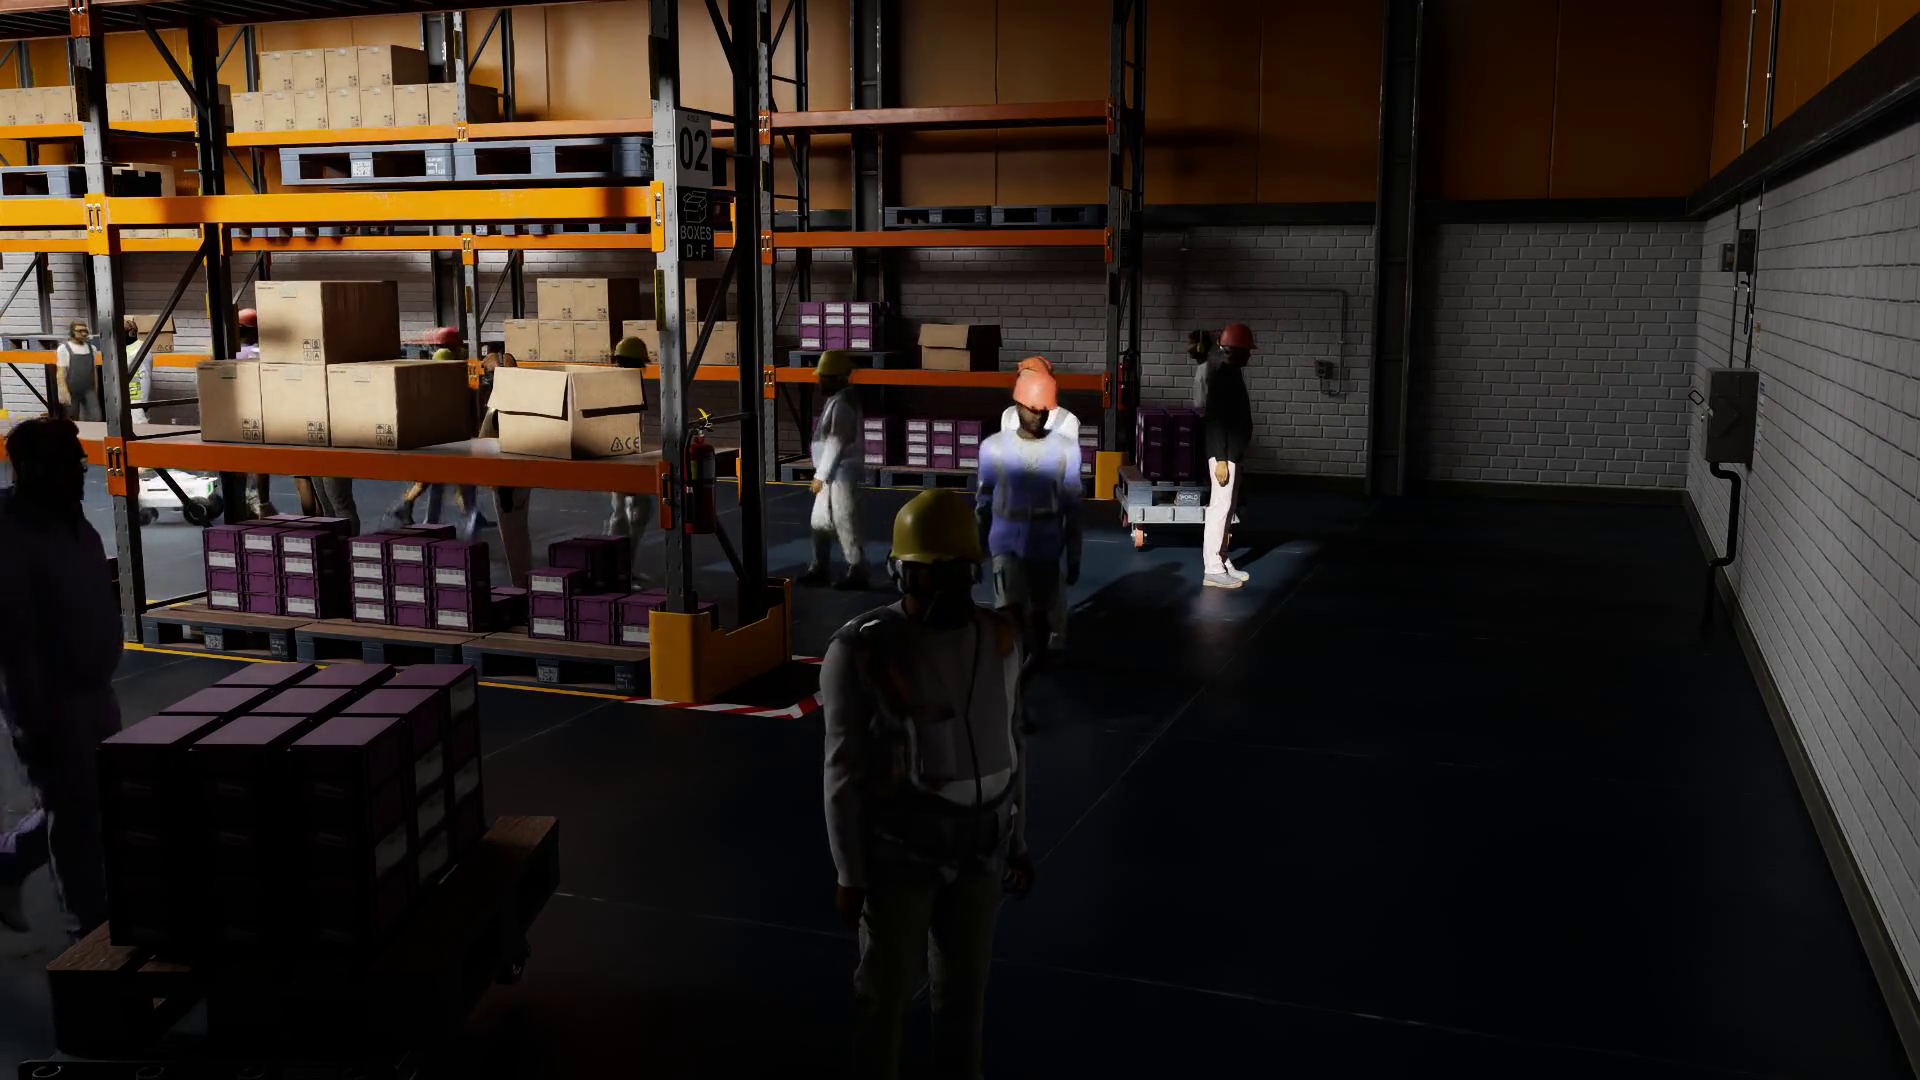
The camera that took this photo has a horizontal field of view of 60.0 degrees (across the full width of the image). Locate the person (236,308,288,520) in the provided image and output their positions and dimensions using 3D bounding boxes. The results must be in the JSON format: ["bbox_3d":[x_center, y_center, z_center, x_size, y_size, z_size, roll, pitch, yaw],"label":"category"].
[{"bbox_3d":[-6.728,-1.179,15.853,0.614,2.040,0.391,3,10,20],"label":"person"}]

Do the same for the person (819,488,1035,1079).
[{"bbox_3d":[-0.060,0.778,4.220,0.588,1.834,0.403,-6,11,-33],"label":"person"}]

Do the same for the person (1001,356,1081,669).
[{"bbox_3d":[0.464,-0.167,10.028,0.580,1.879,0.349,8,12,41],"label":"person"}]

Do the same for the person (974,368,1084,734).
[{"bbox_3d":[0.355,0.018,8.833,0.588,1.897,0.823,0,9,-2],"label":"person"}]

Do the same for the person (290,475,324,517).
[{"bbox_3d":[-5.695,-0.886,14.344,0.356,1.937,0.552,0,9,-1],"label":"person"}]

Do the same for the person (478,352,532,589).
[{"bbox_3d":[-3.144,-0.388,11.562,0.430,1.836,0.618,-2,9,-10],"label":"person"}]

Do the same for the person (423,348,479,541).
[{"bbox_3d":[-4.434,-0.793,14.411,0.552,1.719,0.889,-8,12,-39],"label":"person"}]

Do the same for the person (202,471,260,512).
[{"bbox_3d":[-7.311,-1.127,16.604,0.849,1.700,0.497,6,11,32],"label":"person"}]

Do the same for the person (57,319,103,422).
[{"bbox_3d":[-10.856,-1.820,20.623,0.912,1.801,0.524,7,11,37],"label":"person"}]

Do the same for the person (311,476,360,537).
[{"bbox_3d":[-4.912,-0.666,12.960,0.372,1.940,0.631,-8,12,-42],"label":"person"}]

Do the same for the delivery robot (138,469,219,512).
[{"bbox_3d":[-7.429,-0.469,15.759,0.707,0.478,0.477,-2,9,-12],"label":"delivery robot"}]

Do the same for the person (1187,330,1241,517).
[{"bbox_3d":[2.290,-1.104,16.079,0.962,1.817,0.539,2,9,11],"label":"person"}]

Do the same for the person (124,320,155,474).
[{"bbox_3d":[-9.839,-1.697,19.784,0.625,1.837,0.428,7,11,36],"label":"person"}]

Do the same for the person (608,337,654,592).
[{"bbox_3d":[-2.501,-0.562,12.442,0.584,1.893,0.624,-4,10,-25],"label":"person"}]

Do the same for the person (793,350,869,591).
[{"bbox_3d":[-0.949,-0.506,12.353,0.591,1.802,0.610,-2,9,-9],"label":"person"}]

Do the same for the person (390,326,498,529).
[{"bbox_3d":[-4.786,-1.013,15.279,0.900,1.907,0.539,-6,11,-33],"label":"person"}]

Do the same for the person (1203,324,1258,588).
[{"bbox_3d":[2.052,-0.641,12.635,0.394,1.990,0.622,3,10,21],"label":"person"}]

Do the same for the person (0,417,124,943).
[{"bbox_3d":[-3.071,0.526,5.620,0.666,1.890,0.668,-1,9,-5],"label":"person"}]
